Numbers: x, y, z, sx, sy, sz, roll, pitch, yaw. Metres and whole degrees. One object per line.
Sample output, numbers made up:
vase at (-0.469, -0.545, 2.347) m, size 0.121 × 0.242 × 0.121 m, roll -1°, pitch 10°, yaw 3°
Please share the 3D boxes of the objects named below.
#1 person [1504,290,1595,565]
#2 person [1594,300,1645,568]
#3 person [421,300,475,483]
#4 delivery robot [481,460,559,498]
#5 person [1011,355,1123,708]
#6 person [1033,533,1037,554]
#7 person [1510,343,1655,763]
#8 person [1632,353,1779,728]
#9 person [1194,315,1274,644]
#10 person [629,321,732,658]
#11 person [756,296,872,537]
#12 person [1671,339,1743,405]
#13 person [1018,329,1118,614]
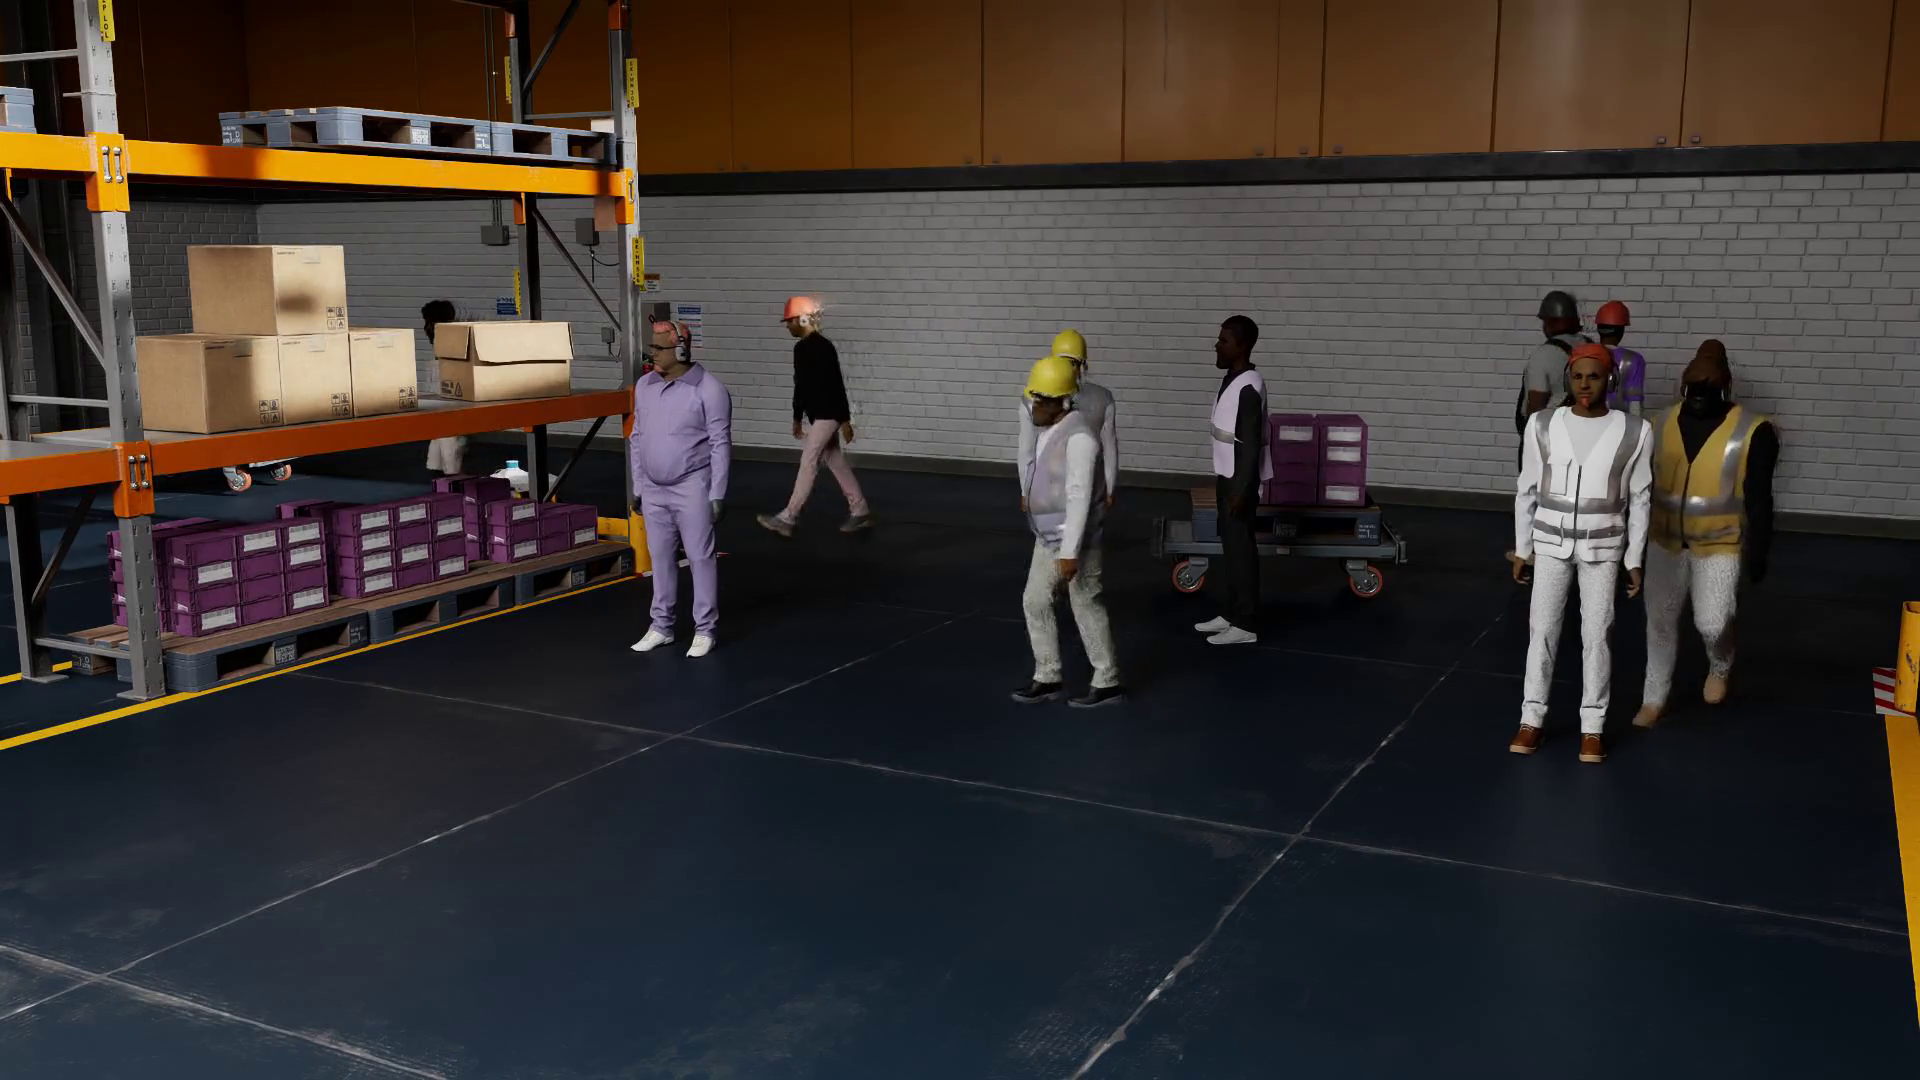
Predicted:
person at (4.332, -0.792, 11.960) m, size 0.691 × 2.000 × 0.756 m, roll -5°, pitch 11°, yaw -25°
person at (4.678, -0.763, 12.092) m, size 0.547 × 1.938 × 0.379 m, roll 8°, pitch 12°, yaw 37°
person at (-3.774, -0.844, 12.545) m, size 0.642 × 1.941 × 0.609 m, roll -8°, pitch 13°, yaw -40°
delivery robot at (-3.714, -0.419, 13.824) m, size 0.707 × 0.478 × 0.477 m, roll -6°, pitch 11°, yaw -30°
person at (0.536, -0.023, 8.228) m, size 0.668 × 1.785 × 0.611 m, roll -4°, pitch 10°, yaw -21°
person at (0.738, -0.559, 11.873) m, size 0.526 × 1.614 × 0.621 m, roll 4°, pitch 11°, yaw 22°
person at (2.782, 0.060, 7.485) m, size 0.573 × 1.883 × 0.356 m, roll 5°, pitch 11°, yaw 27°
person at (3.569, 0.009, 7.986) m, size 0.672 × 1.817 × 0.590 m, roll 9°, pitch 14°, yaw 44°
person at (1.628, -0.352, 9.759) m, size 0.391 × 1.922 × 0.593 m, roll 0°, pitch 10°, yaw -3°
person at (-1.605, -0.283, 9.415) m, size 0.640 × 1.904 × 0.401 m, roll 5°, pitch 11°, yaw 26°
person at (-1.160, -0.990, 13.419) m, size 1.044 × 1.918 × 0.667 m, roll -5°, pitch 11°, yaw -25°
person at (5.659, -0.706, 12.641) m, size 0.507 × 1.632 × 0.277 m, roll 6°, pitch 12°, yaw 33°
person at (0.640, -0.325, 9.853) m, size 0.589 × 1.834 × 0.403 m, roll 1°, pitch 10°, yaw 5°
